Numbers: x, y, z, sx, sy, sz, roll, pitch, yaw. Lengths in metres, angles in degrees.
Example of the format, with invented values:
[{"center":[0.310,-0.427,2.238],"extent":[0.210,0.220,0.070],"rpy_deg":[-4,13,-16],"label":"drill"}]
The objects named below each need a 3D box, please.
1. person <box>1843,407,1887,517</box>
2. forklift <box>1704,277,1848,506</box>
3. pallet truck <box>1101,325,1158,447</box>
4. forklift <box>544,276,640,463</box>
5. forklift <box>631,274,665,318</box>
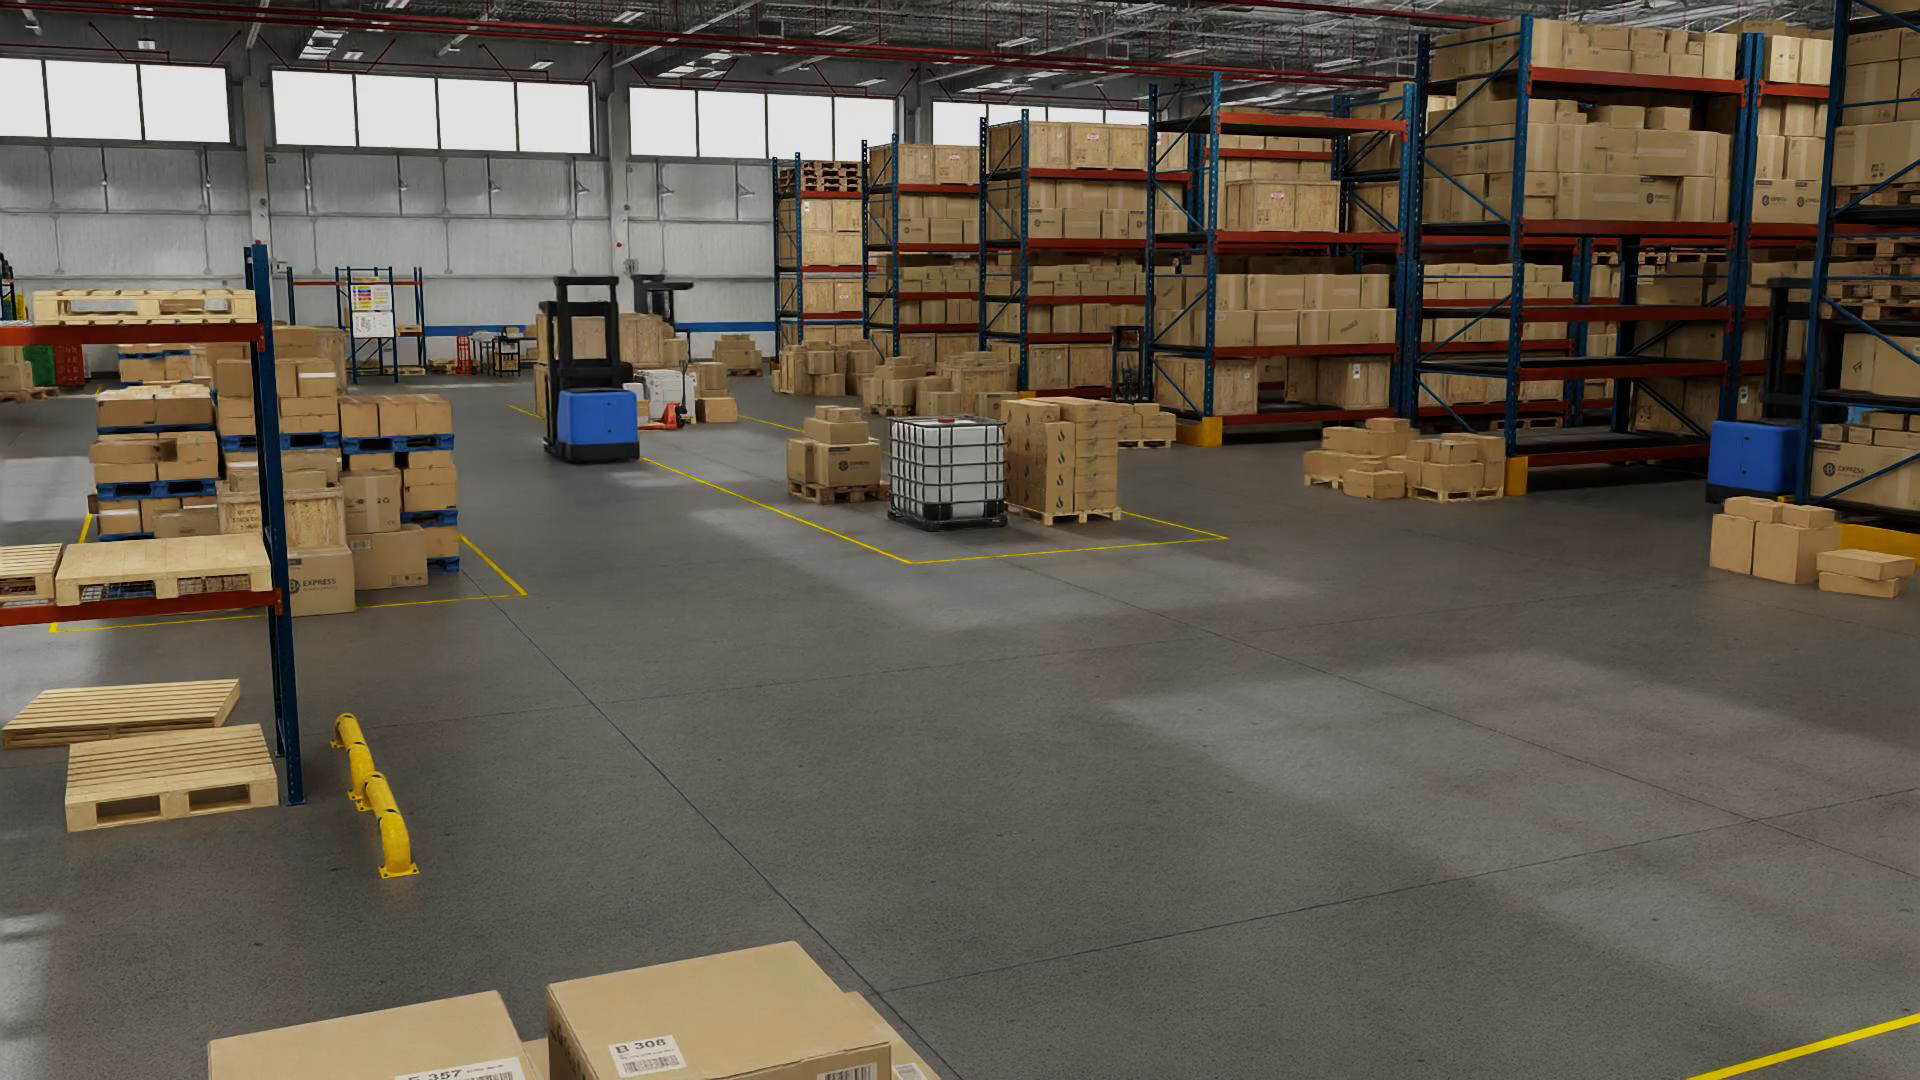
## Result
[{"center":[10.575,-1.075,19.476],"extent":[0.710,1.677,0.533],"rpy_deg":[-5,10,-26],"label":"person"},{"center":[10.154,-1.777,20.114],"extent":[1.873,2.768,1.129],"rpy_deg":[-4,10,-25],"label":"forklift"},{"center":[2.881,-2.596,27.923],"extent":[0.823,1.965,1.885],"rpy_deg":[-1,9,-7],"label":"pallet truck"},{"center":[-5.707,-2.667,25.633],"extent":[1.129,2.768,1.873],"rpy_deg":[-4,10,-25],"label":"forklift"},{"center":[-7.807,-5.262,41.736],"extent":[1.873,2.768,1.129],"rpy_deg":[5,10,27],"label":"forklift"}]
